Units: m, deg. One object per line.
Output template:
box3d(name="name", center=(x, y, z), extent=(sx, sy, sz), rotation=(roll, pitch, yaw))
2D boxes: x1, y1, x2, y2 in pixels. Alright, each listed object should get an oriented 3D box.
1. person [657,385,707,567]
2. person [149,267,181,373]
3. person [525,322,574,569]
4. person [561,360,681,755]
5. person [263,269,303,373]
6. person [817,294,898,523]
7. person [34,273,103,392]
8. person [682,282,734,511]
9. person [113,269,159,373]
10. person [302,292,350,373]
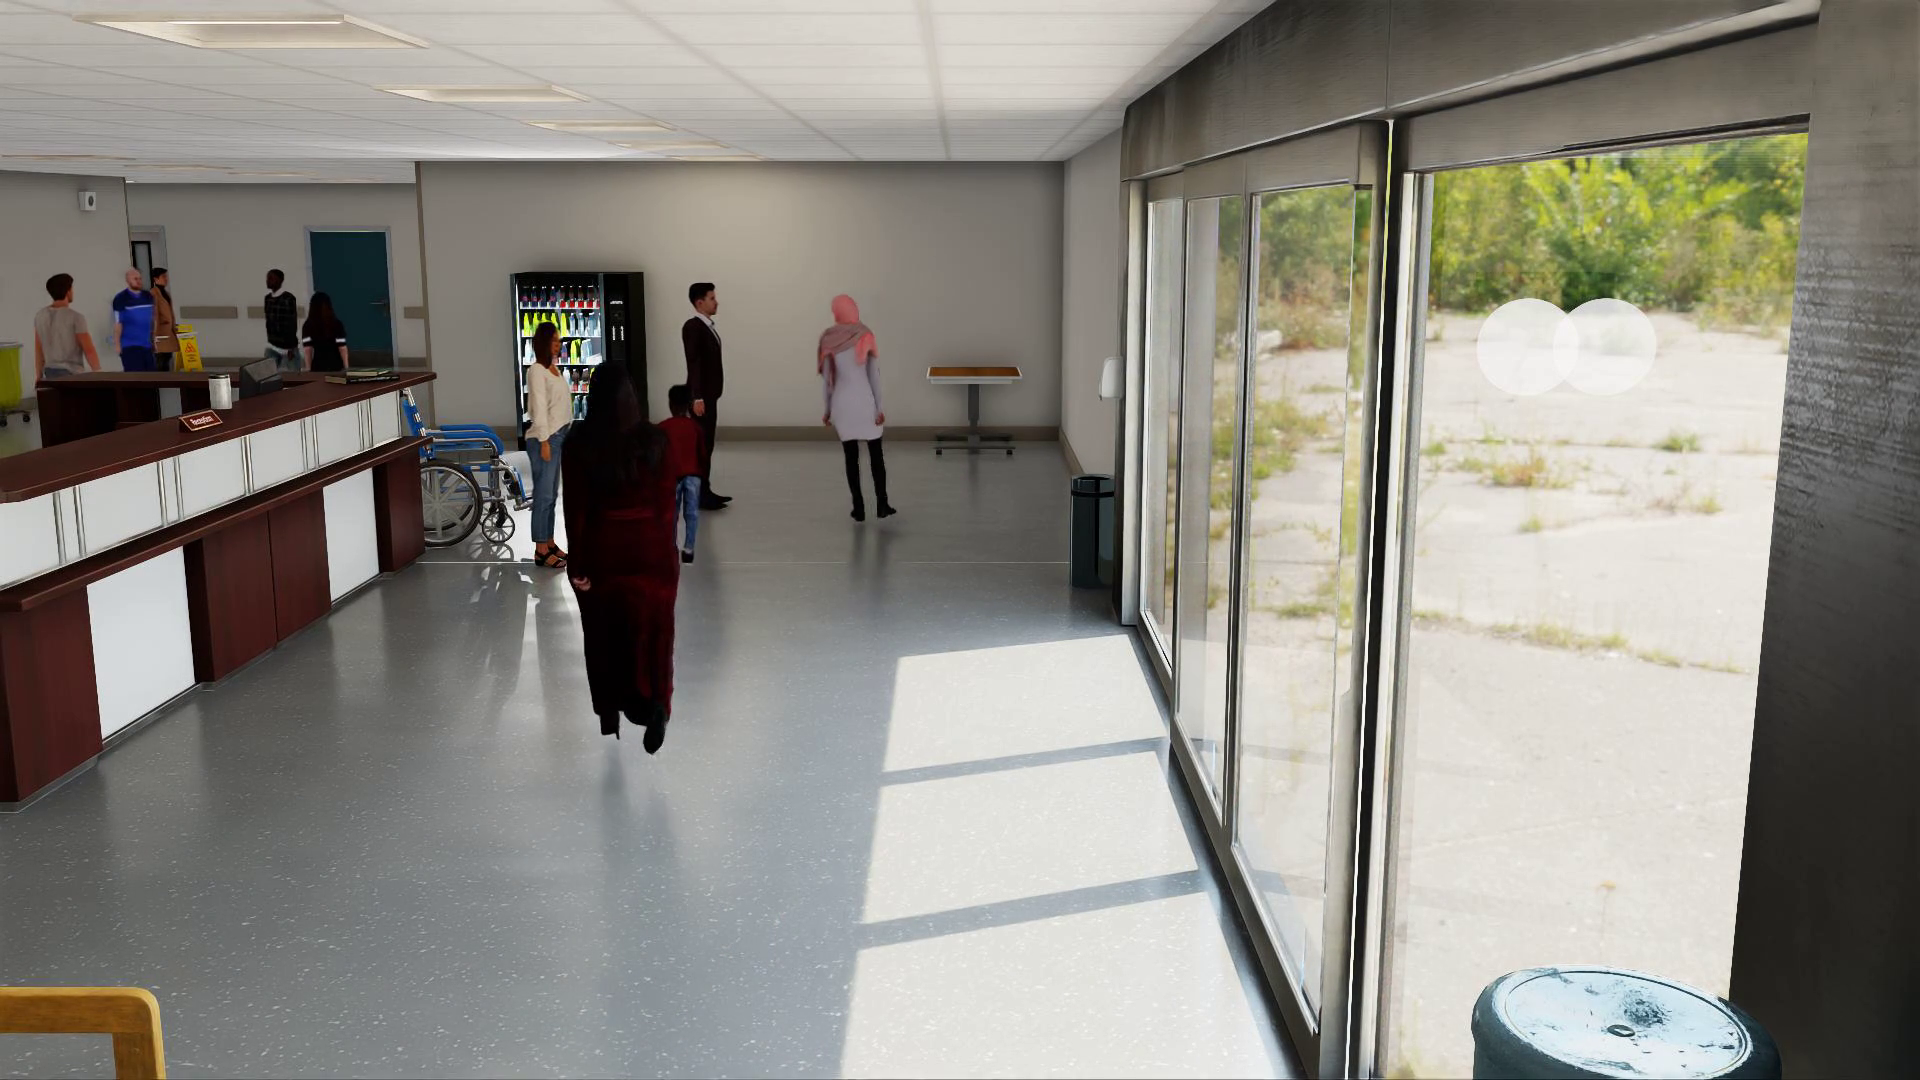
box3d(name="person", center=(-1.896, -0.421, 11.384), extent=(0.783, 1.234, 0.713), rotation=(-4, 11, -18))
box3d(name="person", center=(-11.125, -2.930, 23.176), extent=(0.605, 1.726, 0.632), rotation=(0, 11, 2))
box3d(name="person", center=(-2.859, -0.669, 11.496), extent=(0.534, 1.679, 0.606), rotation=(0, 11, 2))
box3d(name="person", center=(-1.437, 0.118, 7.211), extent=(1.067, 1.730, 0.906), rotation=(-3, 11, -17))
box3d(name="person", center=(-7.905, -2.263, 19.636), extent=(1.241, 1.776, 1.082), rotation=(5, 12, 25))
box3d(name="person", center=(-0.814, -1.012, 13.064), extent=(0.586, 1.768, 0.855), rotation=(4, 11, 19))
box3d(name="person", center=(-8.223, -1.454, 15.179), extent=(1.172, 1.848, 0.918), rotation=(2, 11, 11))
box3d(name="person", center=(-2.138, -1.201, 13.801), extent=(0.584, 1.865, 0.669), rotation=(0, 11, 2))
box3d(name="person", center=(-9.850, -2.308, 19.794), extent=(1.052, 1.805, 0.923), rotation=(4, 12, 21))
box3d(name="person", center=(-6.679, -1.778, 17.514), extent=(1.014, 1.615, 0.703), rotation=(1, 11, 3))
